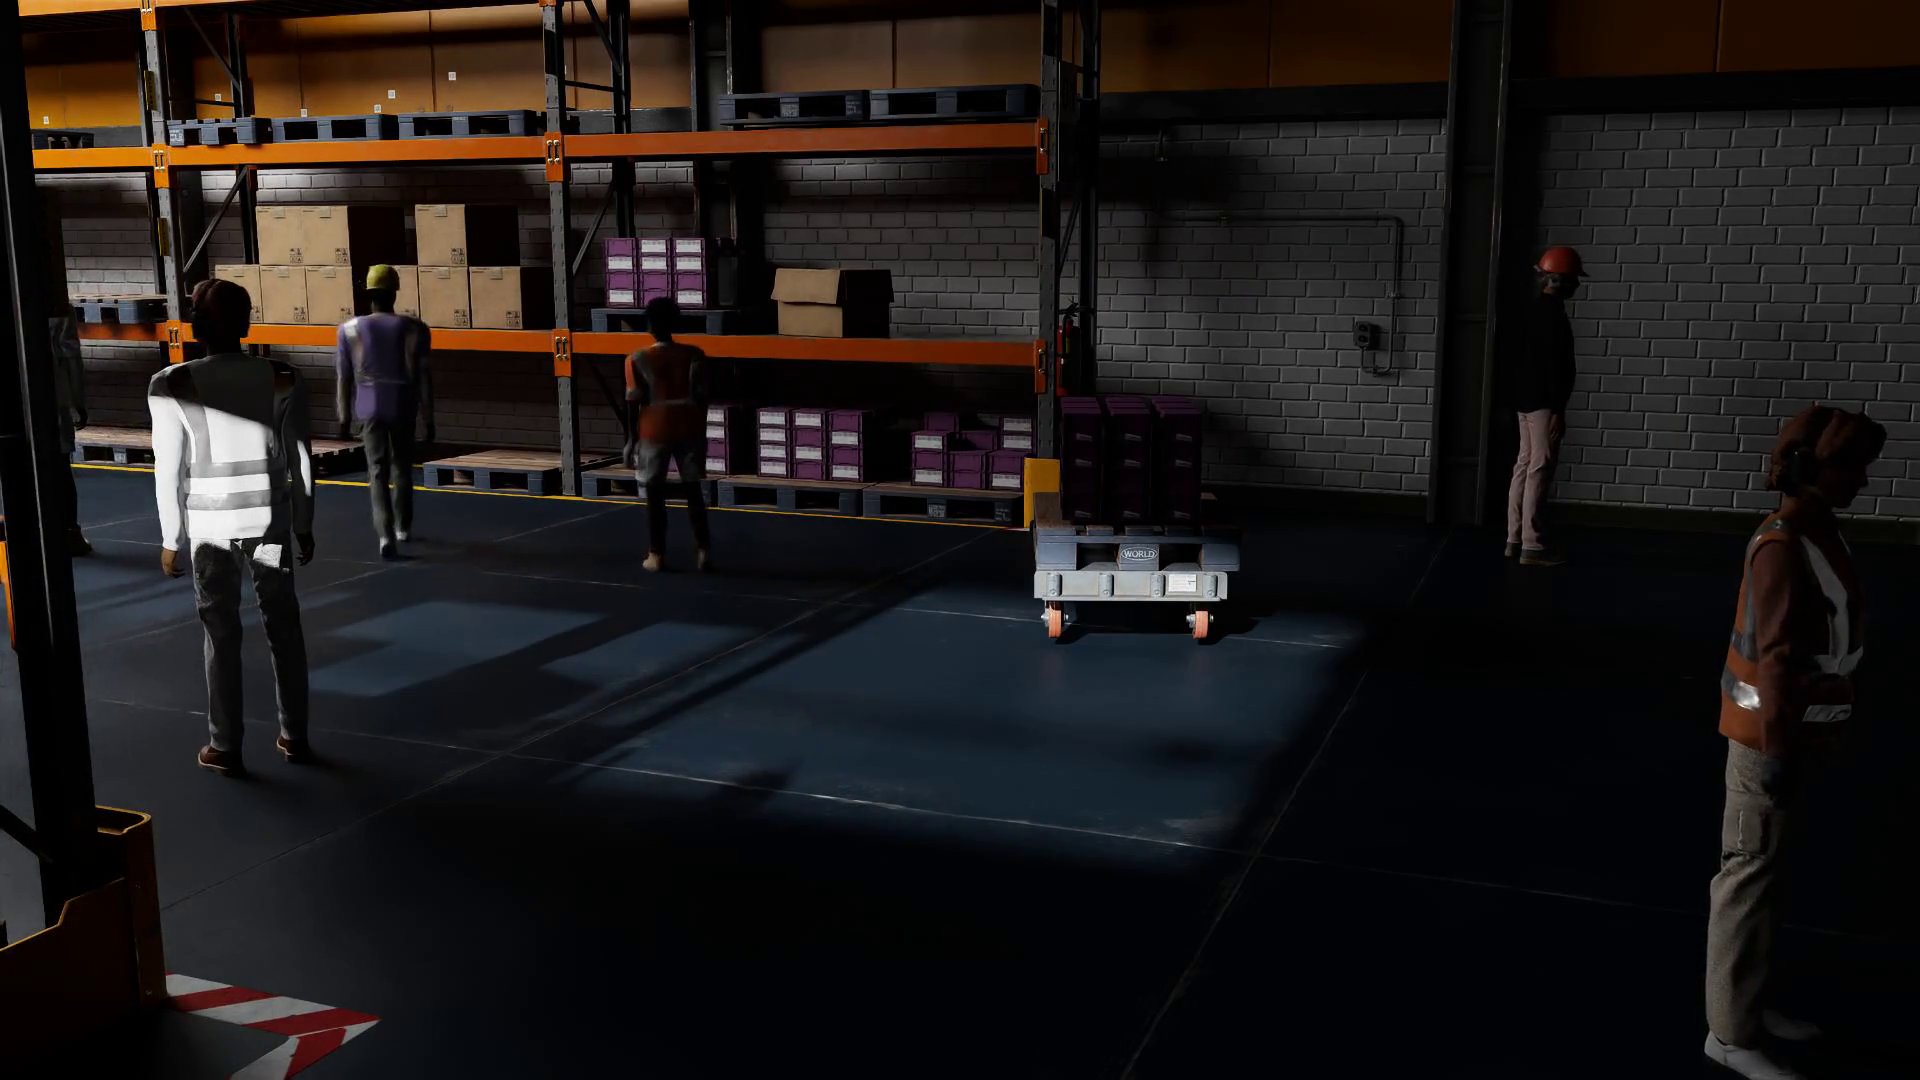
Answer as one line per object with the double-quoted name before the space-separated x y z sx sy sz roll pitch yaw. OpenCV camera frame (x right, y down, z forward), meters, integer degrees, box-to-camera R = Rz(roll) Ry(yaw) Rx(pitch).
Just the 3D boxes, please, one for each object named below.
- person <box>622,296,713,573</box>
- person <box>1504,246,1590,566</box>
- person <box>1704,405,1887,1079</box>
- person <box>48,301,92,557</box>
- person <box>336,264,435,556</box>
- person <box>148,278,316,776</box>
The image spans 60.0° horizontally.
"person" -1.778 -0.632 10.153 0.541 1.700 0.320 -5 11 -26
"person" 3.698 -0.842 10.483 0.393 1.990 0.617 0 10 2
"person" 2.012 0.490 4.052 0.312 1.638 0.512 7 12 34
"person" -5.907 -0.890 10.612 0.608 2.044 0.370 -4 11 -21
"person" -3.754 -0.858 10.893 0.598 1.886 0.964 -3 11 -18
"person" -2.749 -0.044 6.344 0.578 1.884 0.353 -8 13 -39
